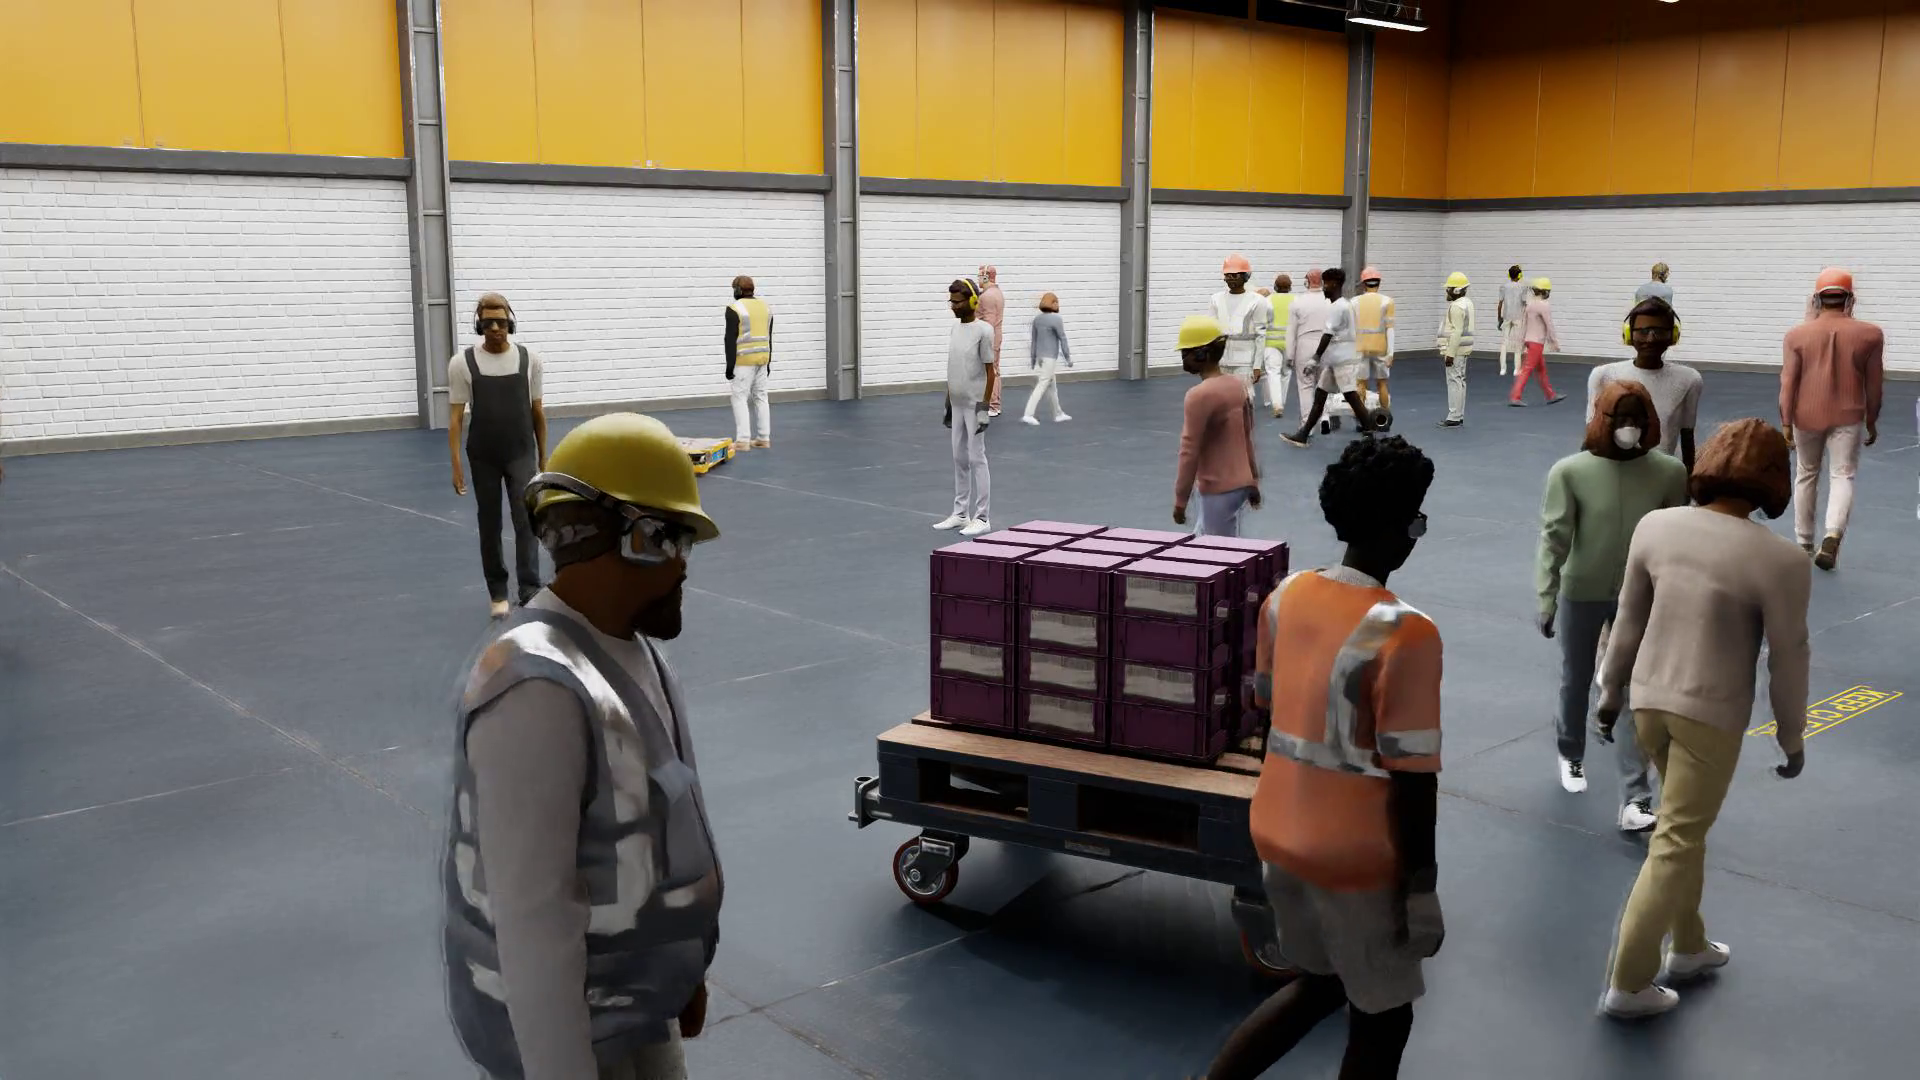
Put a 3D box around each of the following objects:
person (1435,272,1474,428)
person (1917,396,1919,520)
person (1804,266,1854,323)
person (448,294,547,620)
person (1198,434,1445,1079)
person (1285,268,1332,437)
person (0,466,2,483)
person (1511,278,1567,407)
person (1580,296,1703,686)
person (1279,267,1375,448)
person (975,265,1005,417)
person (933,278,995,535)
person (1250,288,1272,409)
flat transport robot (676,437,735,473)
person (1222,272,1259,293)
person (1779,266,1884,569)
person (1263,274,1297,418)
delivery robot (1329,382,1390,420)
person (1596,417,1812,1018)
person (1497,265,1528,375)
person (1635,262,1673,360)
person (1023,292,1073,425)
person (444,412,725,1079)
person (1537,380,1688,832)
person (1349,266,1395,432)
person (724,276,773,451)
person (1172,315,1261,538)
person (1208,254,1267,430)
[{"bbox_3d":[5.829,-2.229,19.602,0.404,1.829,0.600,5,11,28],"label":"person"},{"bbox_3d":[5.588,-0.491,9.213,0.633,1.914,0.451,0,10,1],"label":"person"},{"bbox_3d":[11.029,-2.535,21.251,0.665,1.888,0.629,0,10,-3],"label":"person"},{"bbox_3d":[-2.484,-0.414,9.030,0.536,1.809,0.849,-4,10,-20],"label":"person"},{"bbox_3d":[0.710,0.624,3.336,0.508,1.670,0.563,-4,10,-21],"label":"person"},{"bbox_3d":[3.950,-2.089,18.596,0.668,1.890,0.424,0,10,-2],"label":"person"},{"bbox_3d":[-5.341,-0.446,8.549,0.536,2.000,0.706,9,13,43],"label":"person"},{"bbox_3d":[7.834,-2.645,22.362,0.900,1.724,0.532,-1,10,-6],"label":"person"},{"bbox_3d":[3.059,-0.172,7.556,0.536,1.838,0.864,3,10,19],"label":"person"},{"bbox_3d":[3.908,-1.880,17.366,1.045,1.908,0.617,2,10,14],"label":"person"},{"bbox_3d":[0.342,-2.504,20.990,0.404,1.906,0.652,2,10,12],"label":"person"},{"bbox_3d":[0.045,-0.967,12.123,0.327,1.865,0.519,-7,12,-36],"label":"person"},{"bbox_3d":[3.979,-2.538,22.094,0.528,1.599,0.845,4,10,21],"label":"person"},{"bbox_3d":[-2.624,-0.823,15.930,0.652,0.197,1.431,1,10,4],"label":"flat transport robot"},{"bbox_3d":[4.219,-3.221,25.024,0.619,1.968,0.861,7,12,35],"label":"person"},{"bbox_3d":[5.697,-0.804,10.903,0.612,1.963,0.912,5,11,26],"label":"person"},{"bbox_3d":[4.043,-2.451,20.986,0.632,1.808,0.910,0,10,1],"label":"person"},{"bbox_3d":[4.634,-1.603,19.395,0.707,0.478,0.477,0,10,2],"label":"delivery robot"},{"bbox_3d":[2.013,0.471,4.432,0.684,1.600,0.517,-5,11,-27],"label":"person"},{"bbox_3d":[9.403,-3.732,28.301,0.517,1.868,0.328,6,12,33],"label":"person"},{"bbox_3d":[9.611,-2.865,23.030,0.370,1.934,0.627,-4,11,-23],"label":"person"},{"bbox_3d":[1.048,-2.187,20.073,0.865,1.591,0.510,-7,12,-34],"label":"person"},{"bbox_3d":[-0.563,0.708,2.550,0.406,1.787,0.622,0,10,2],"label":"person"},{"bbox_3d":[2.337,0.217,5.984,0.524,1.579,0.874,1,10,7],"label":"person"},{"bbox_3d":[4.706,-2.179,19.112,0.557,1.903,0.633,3,10,18],"label":"person"},{"bbox_3d":[-2.225,-1.852,17.459,0.435,1.823,0.633,7,12,36],"label":"person"},{"bbox_3d":[1.283,-0.241,8.263,0.612,1.727,0.574,6,12,33],"label":"person"},{"bbox_3d":[2.633,-1.719,15.996,0.608,2.044,0.371,6,11,30],"label":"person"}]
